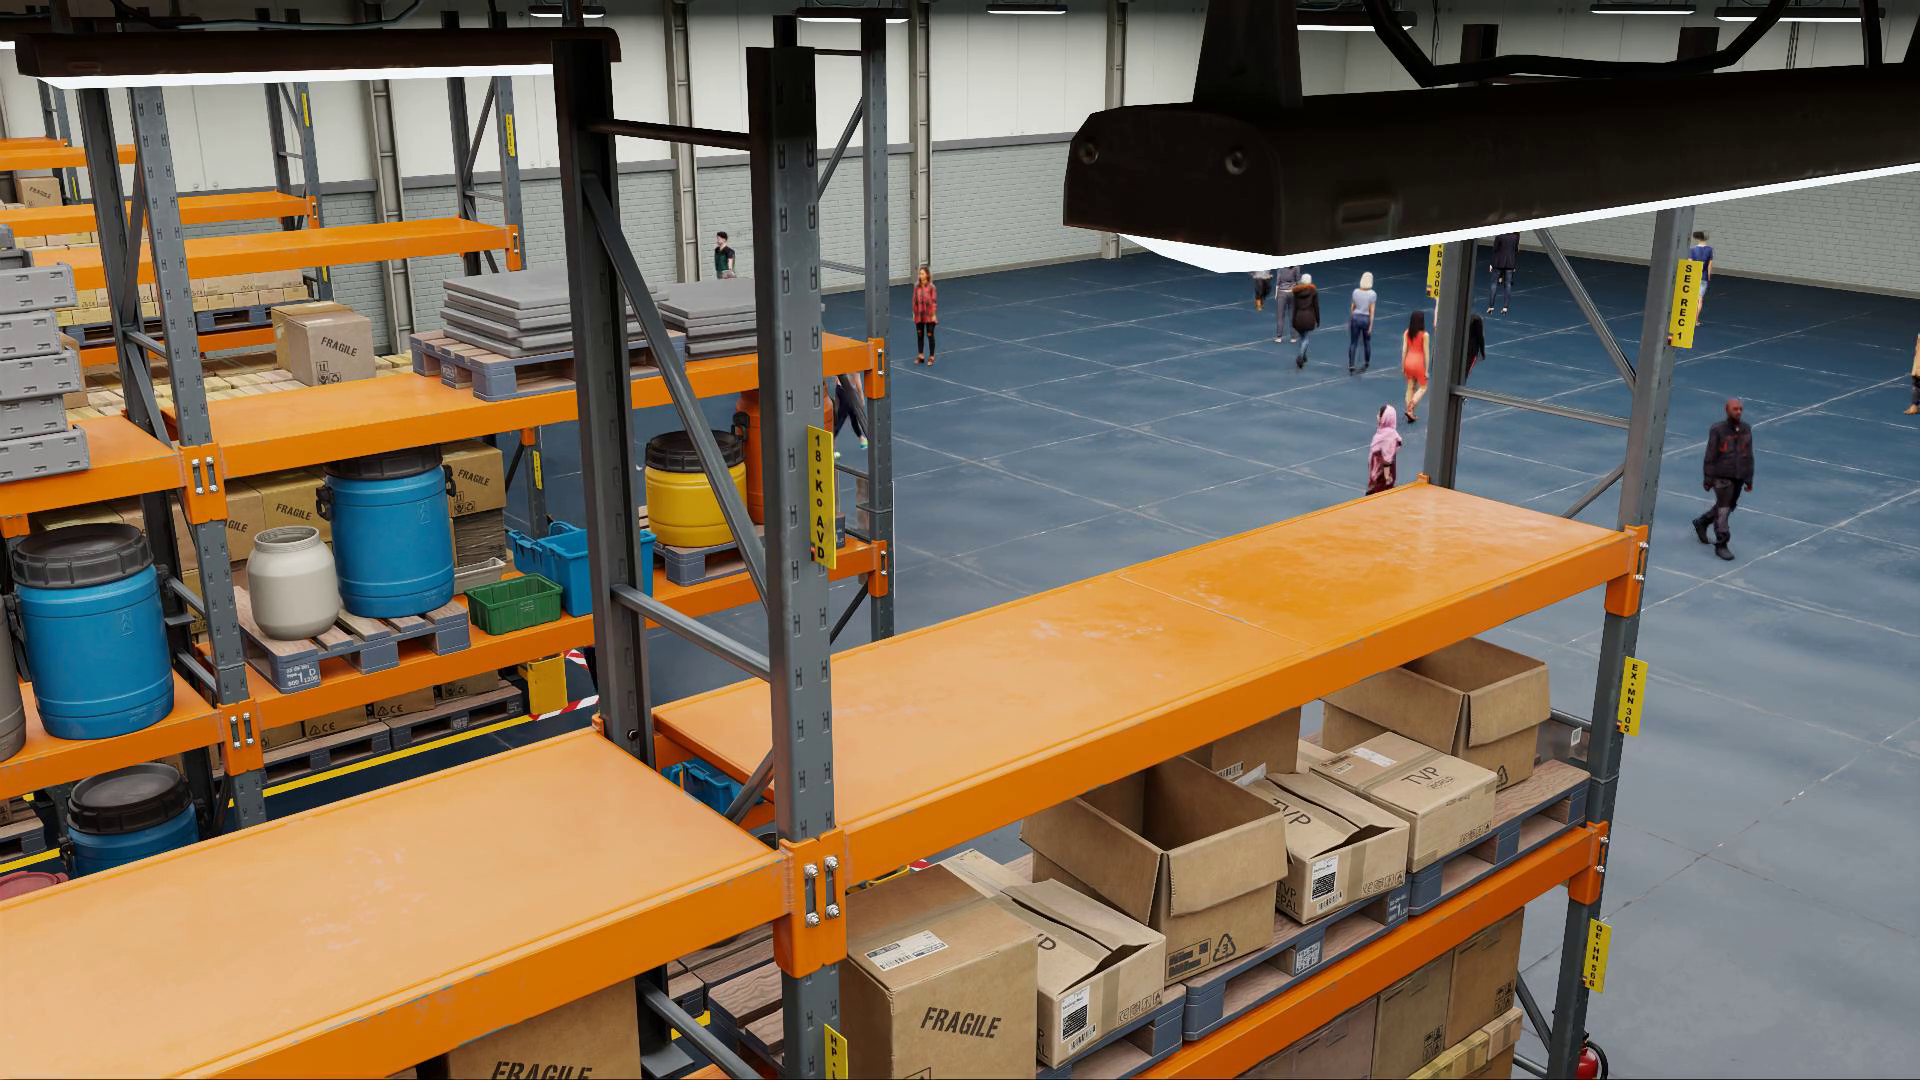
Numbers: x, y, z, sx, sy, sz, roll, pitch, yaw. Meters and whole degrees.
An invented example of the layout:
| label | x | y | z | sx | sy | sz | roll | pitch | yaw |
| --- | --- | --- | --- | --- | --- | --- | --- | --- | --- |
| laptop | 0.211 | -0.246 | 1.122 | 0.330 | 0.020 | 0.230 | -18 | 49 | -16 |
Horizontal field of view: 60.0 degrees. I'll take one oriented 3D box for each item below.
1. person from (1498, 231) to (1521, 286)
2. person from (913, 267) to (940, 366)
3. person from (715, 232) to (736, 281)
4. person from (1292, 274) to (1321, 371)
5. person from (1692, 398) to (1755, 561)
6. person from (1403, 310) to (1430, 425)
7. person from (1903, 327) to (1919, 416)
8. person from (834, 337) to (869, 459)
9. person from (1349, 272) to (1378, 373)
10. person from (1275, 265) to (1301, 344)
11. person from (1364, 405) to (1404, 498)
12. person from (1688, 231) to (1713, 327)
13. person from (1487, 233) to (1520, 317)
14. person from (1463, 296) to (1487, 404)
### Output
| label | x | y | z | sx | sy | sz | roll | pitch | yaw |
| --- | --- | --- | --- | --- | --- | --- | --- | --- | --- |
| person | 12.188 | -6.528 | 36.967 | 0.680 | 1.704 | 0.708 | 4 | 19 | 13 |
| person | -0.601 | -3.894 | 28.883 | 0.689 | 1.702 | 0.673 | 10 | 20 | 28 |
| person | -4.412 | -4.975 | 31.904 | 0.707 | 1.887 | 0.658 | 17 | 24 | 41 |
| person | 5.916 | -3.735 | 28.546 | 0.849 | 1.609 | 1.106 | 11 | 21 | 30 |
| person | 8.754 | -0.760 | 19.079 | 1.205 | 1.814 | 1.110 | -4 | 18 | -11 |
| person | 6.736 | -2.551 | 24.743 | 0.701 | 1.713 | 0.627 | -16 | 24 | -41 |
| person | 14.849 | -2.759 | 25.387 | 1.026 | 1.708 | 0.819 | -7 | 19 | -21 |
| person | -1.636 | -1.927 | 22.930 | 1.180 | 1.648 | 0.615 | -14 | 23 | -37 |
| person | 6.775 | -3.646 | 28.170 | 0.935 | 1.671 | 1.205 | 7 | 19 | 21 |
| person | 6.043 | -4.526 | 30.726 | 0.668 | 1.762 | 0.727 | 1 | 18 | 4 |
| person | 5.020 | -0.779 | 19.441 | 0.991 | 1.625 | 0.956 | 4 | 18 | 12 |
| person | 14.356 | -5.083 | 32.337 | 0.745 | 1.824 | 0.825 | 5 | 19 | 14 |
| person | 9.873 | -5.007 | 30.329 | 0.823 | 1.784 | 0.790 | 2 | 18 | 5 |
| person | 7.733 | -2.833 | 25.534 | 0.750 | 1.759 | 1.204 | 15 | 23 | 39 |
